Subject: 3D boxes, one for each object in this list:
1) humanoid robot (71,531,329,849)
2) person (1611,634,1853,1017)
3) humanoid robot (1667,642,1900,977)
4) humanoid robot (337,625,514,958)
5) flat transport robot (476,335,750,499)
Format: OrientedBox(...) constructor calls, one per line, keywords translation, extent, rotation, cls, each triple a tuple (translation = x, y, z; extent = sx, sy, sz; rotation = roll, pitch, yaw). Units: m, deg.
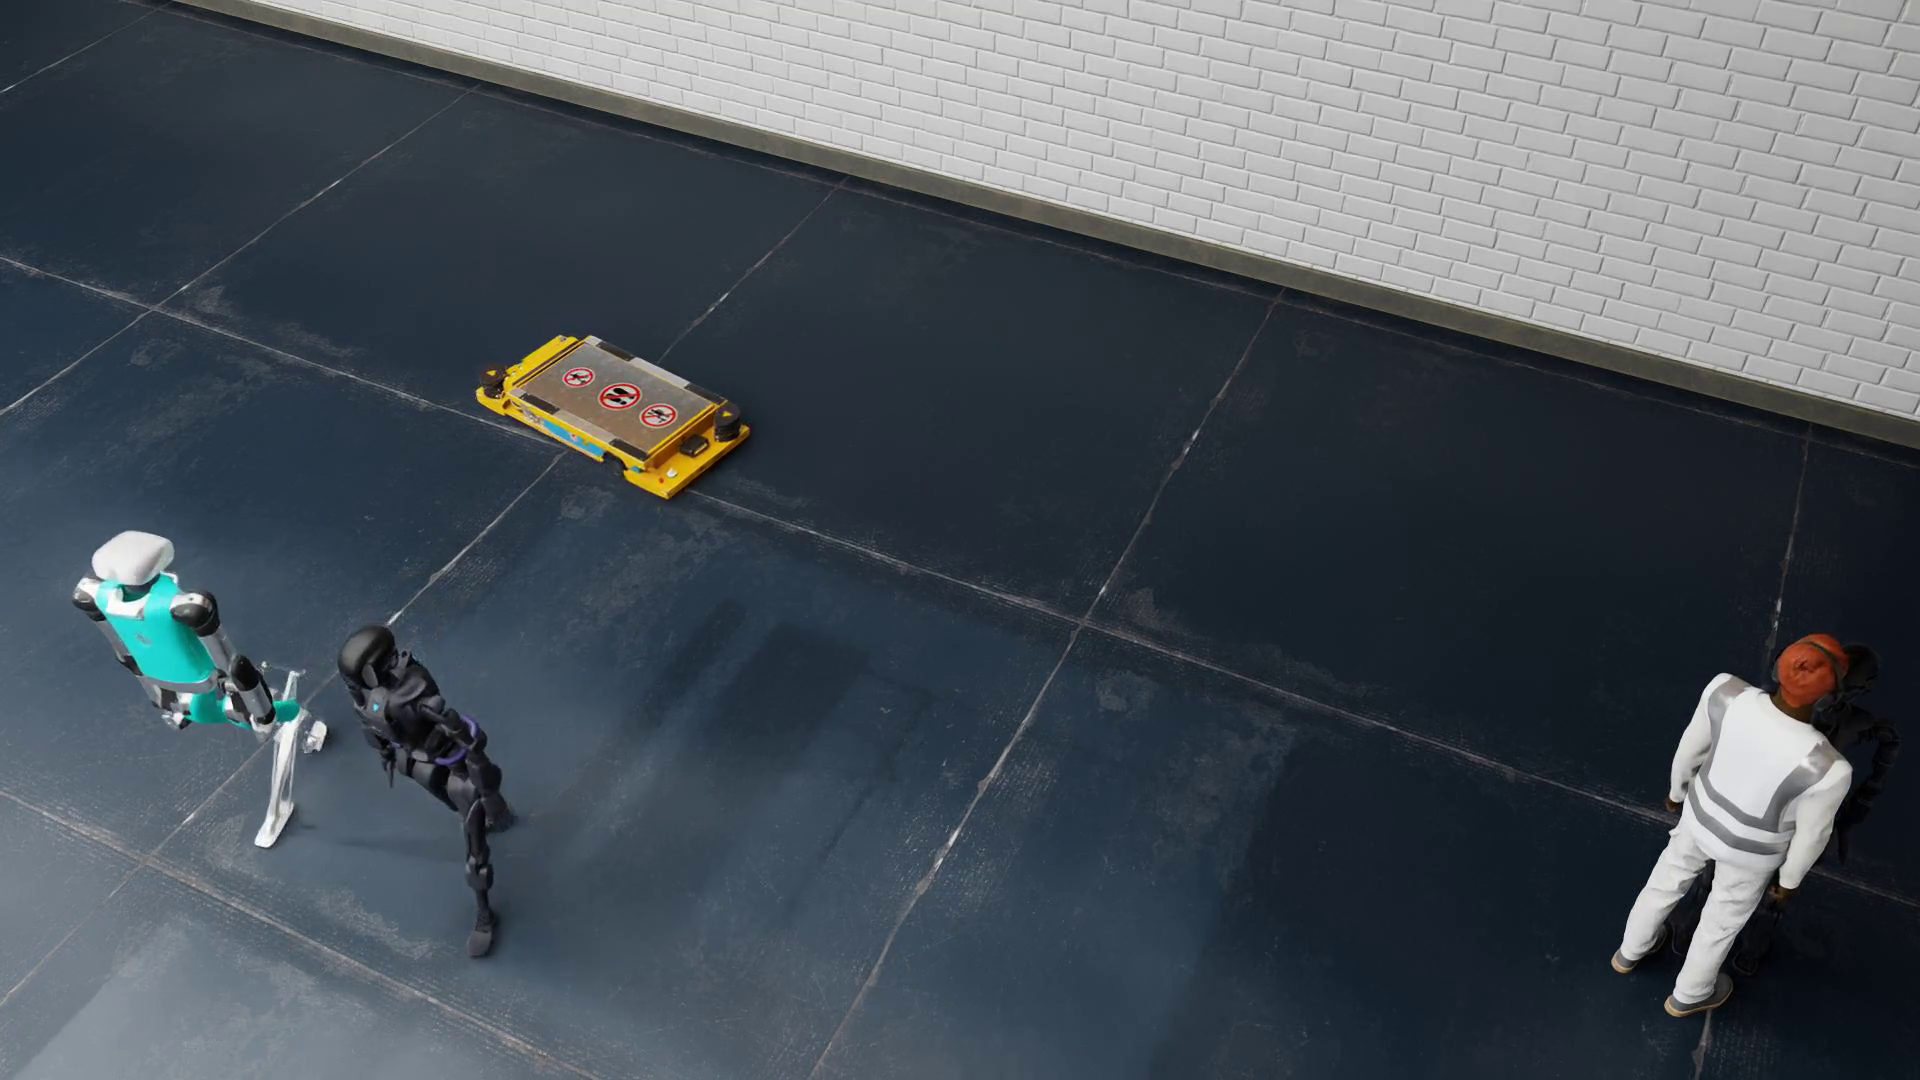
OrientedBox(translation=(-2.874, 0.510, 6.682), extent=(0.534, 1.854, 0.879), rotation=(8, 43, 8), cls="humanoid robot")
OrientedBox(translation=(2.773, 1.036, 5.951), extent=(0.357, 1.884, 0.573), rotation=(-25, 48, -24), cls="person")
OrientedBox(translation=(3.011, 0.990, 6.143), extent=(0.599, 1.654, 0.315), rotation=(18, 46, 19), cls="humanoid robot")
OrientedBox(translation=(-1.969, 0.835, 6.350), extent=(0.610, 1.627, 0.672), rotation=(18, 46, 18), cls="humanoid robot")
OrientedBox(translation=(-1.897, -0.719, 9.031), extent=(1.431, 0.231, 0.659), rotation=(26, 49, 25), cls="flat transport robot")
